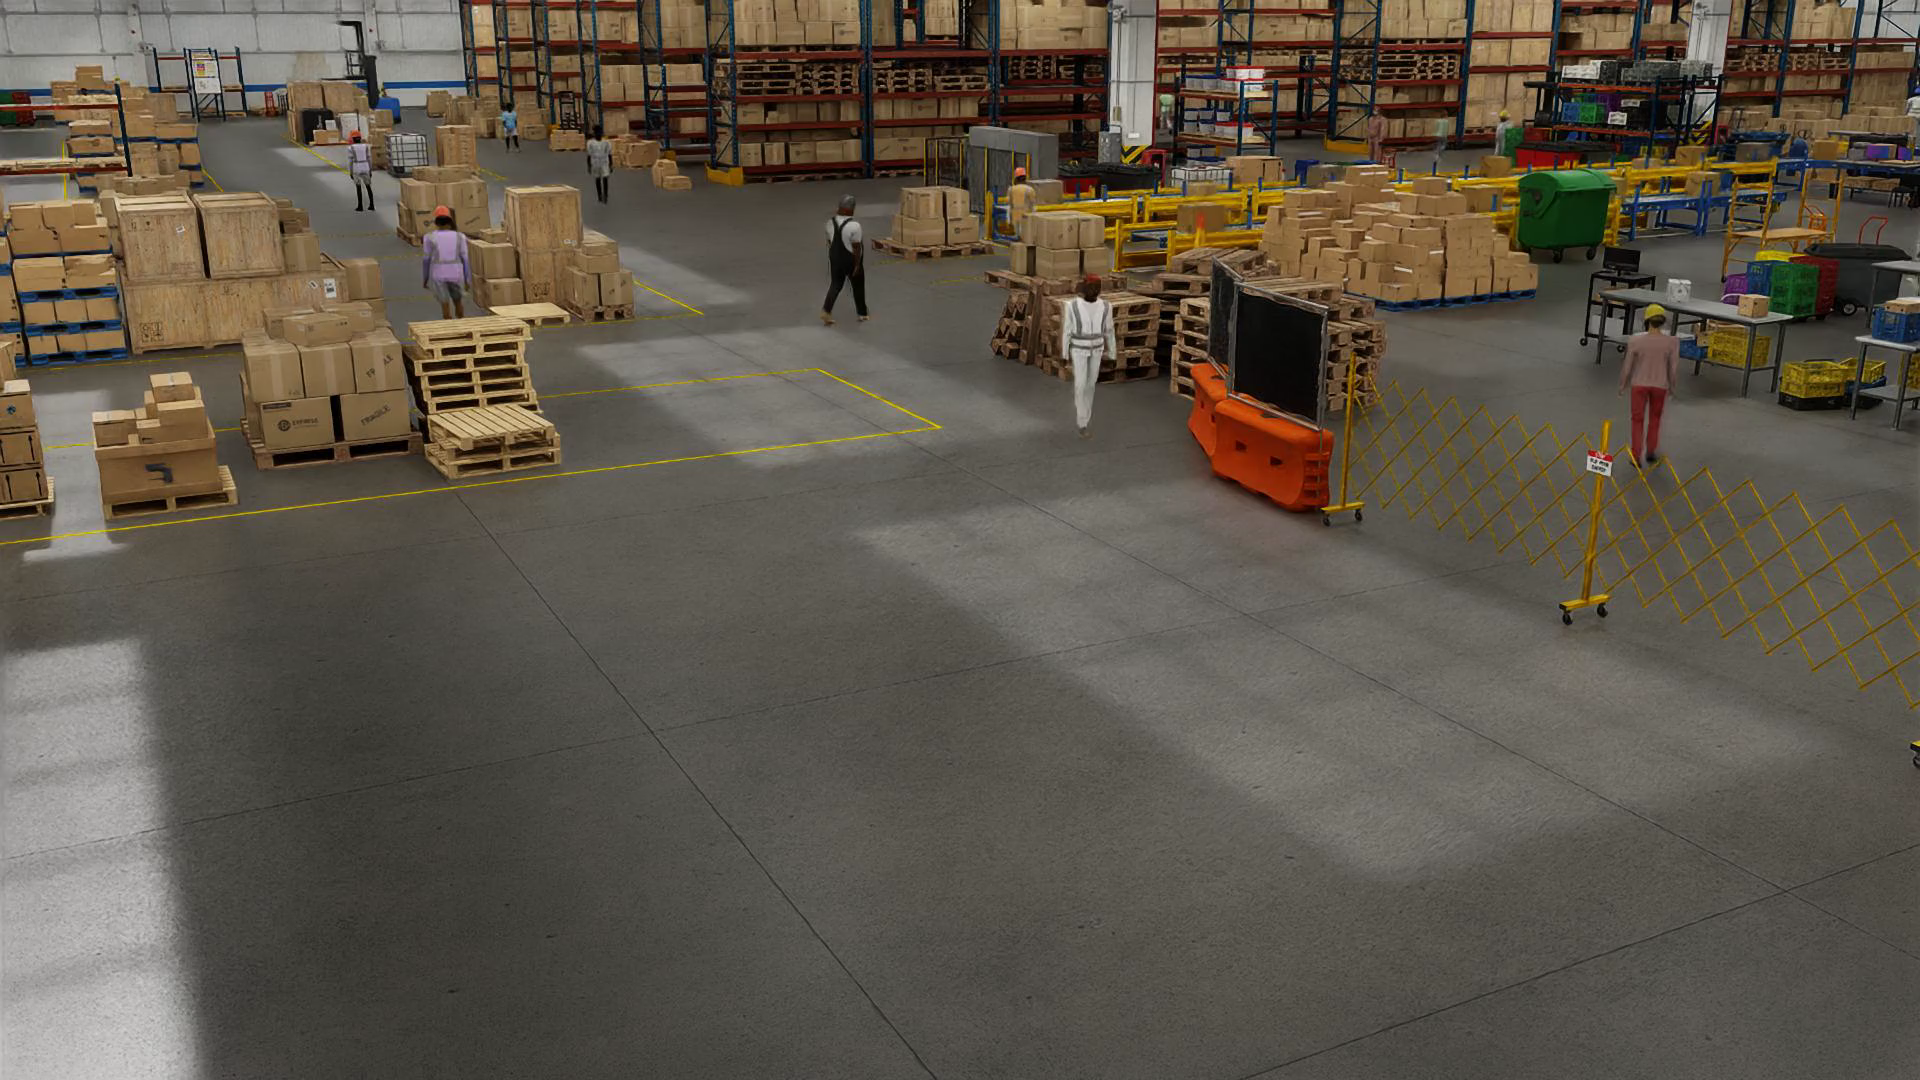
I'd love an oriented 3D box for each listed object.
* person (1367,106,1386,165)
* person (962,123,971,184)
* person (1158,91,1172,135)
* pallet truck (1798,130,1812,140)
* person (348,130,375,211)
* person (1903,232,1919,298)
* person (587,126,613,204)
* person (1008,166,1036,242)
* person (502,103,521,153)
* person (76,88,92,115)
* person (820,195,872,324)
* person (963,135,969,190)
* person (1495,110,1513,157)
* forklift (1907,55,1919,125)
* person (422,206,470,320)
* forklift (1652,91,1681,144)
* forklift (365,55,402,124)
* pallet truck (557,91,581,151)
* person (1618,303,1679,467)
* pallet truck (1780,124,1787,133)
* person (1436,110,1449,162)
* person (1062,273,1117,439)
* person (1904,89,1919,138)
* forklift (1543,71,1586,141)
[{"bbox_3d":[12.501,-12.096,50.140,0.397,1.898,0.644,-10,21,-30],"label":"person"},{"bbox_3d":[0.227,-10.774,46.361,0.321,1.685,0.542,-6,19,-17],"label":"person"},{"bbox_3d":[7.862,-16.418,63.703,0.590,1.827,0.623,-7,19,-20],"label":"person"},{"bbox_3d":[25.526,-11.556,49.408,1.630,1.274,0.653,-9,20,-26],"label":"pallet truck"},{"bbox_3d":[-14.507,-8.936,40.239,0.542,1.928,0.399,-14,22,-37],"label":"person"},{"bbox_3d":[15.429,-4.560,26.693,0.546,1.860,0.380,-17,24,-42],"label":"person"},{"bbox_3d":[-9.059,-9.432,41.811,0.629,1.905,1.002,-3,18,-9],"label":"person"},{"bbox_3d":[1.157,-6.051,31.297,0.558,1.939,0.643,9,20,25],"label":"person"},{"bbox_3d":[-15.153,-13.884,56.093,0.536,1.649,0.858,-11,21,-30],"label":"person"},{"bbox_3d":[-32.554,-15.895,62.017,0.593,1.878,0.980,-5,18,-15],"label":"person"},{"bbox_3d":[-1.811,-4.368,25.806,0.688,2.000,0.962,12,21,33],"label":"person"},{"bbox_3d":[0.330,-9.444,42.241,0.844,1.664,0.537,-12,21,-32],"label":"person"},{"bbox_3d":[16.252,-11.906,49.667,0.542,1.821,0.594,-8,19,-23],"label":"person"},{"bbox_3d":[40.097,-18.921,69.823,1.129,2.768,1.873,-9,20,-26],"label":"forklift"},{"bbox_3d":[-7.479,-3.831,24.183,0.635,2.013,0.815,-9,20,-26],"label":"person"},{"bbox_3d":[25.338,-15.070,57.816,1.129,2.768,1.873,-12,21,-33],"label":"forklift"},{"bbox_3d":[-24.456,-18.761,69.323,1.873,2.768,1.129,-9,20,-26],"label":"forklift"},{"bbox_3d":[-13.495,-14.412,57.188,0.823,1.965,1.885,-3,18,-9],"label":"pallet truck"},{"bbox_3d":[7.355,-1.669,17.836,0.554,1.750,0.489,3,18,10],"label":"person"},{"bbox_3d":[25.206,-12.542,52.601,1.601,1.201,0.680,0,18,-2],"label":"pallet truck"},{"bbox_3d":[15.358,-12.828,52.842,0.343,1.618,0.529,-5,18,-15],"label":"person"},{"bbox_3d":[1.520,-2.084,18.954,0.610,1.866,0.730,-6,19,-18],"label":"person"},{"bbox_3d":[34.923,-15.545,60.885,0.640,1.886,1.050,9,20,26],"label":"person"},{"bbox_3d":[18.685,-13.231,52.085,1.873,2.768,1.129,-9,20,-26],"label":"forklift"}]
